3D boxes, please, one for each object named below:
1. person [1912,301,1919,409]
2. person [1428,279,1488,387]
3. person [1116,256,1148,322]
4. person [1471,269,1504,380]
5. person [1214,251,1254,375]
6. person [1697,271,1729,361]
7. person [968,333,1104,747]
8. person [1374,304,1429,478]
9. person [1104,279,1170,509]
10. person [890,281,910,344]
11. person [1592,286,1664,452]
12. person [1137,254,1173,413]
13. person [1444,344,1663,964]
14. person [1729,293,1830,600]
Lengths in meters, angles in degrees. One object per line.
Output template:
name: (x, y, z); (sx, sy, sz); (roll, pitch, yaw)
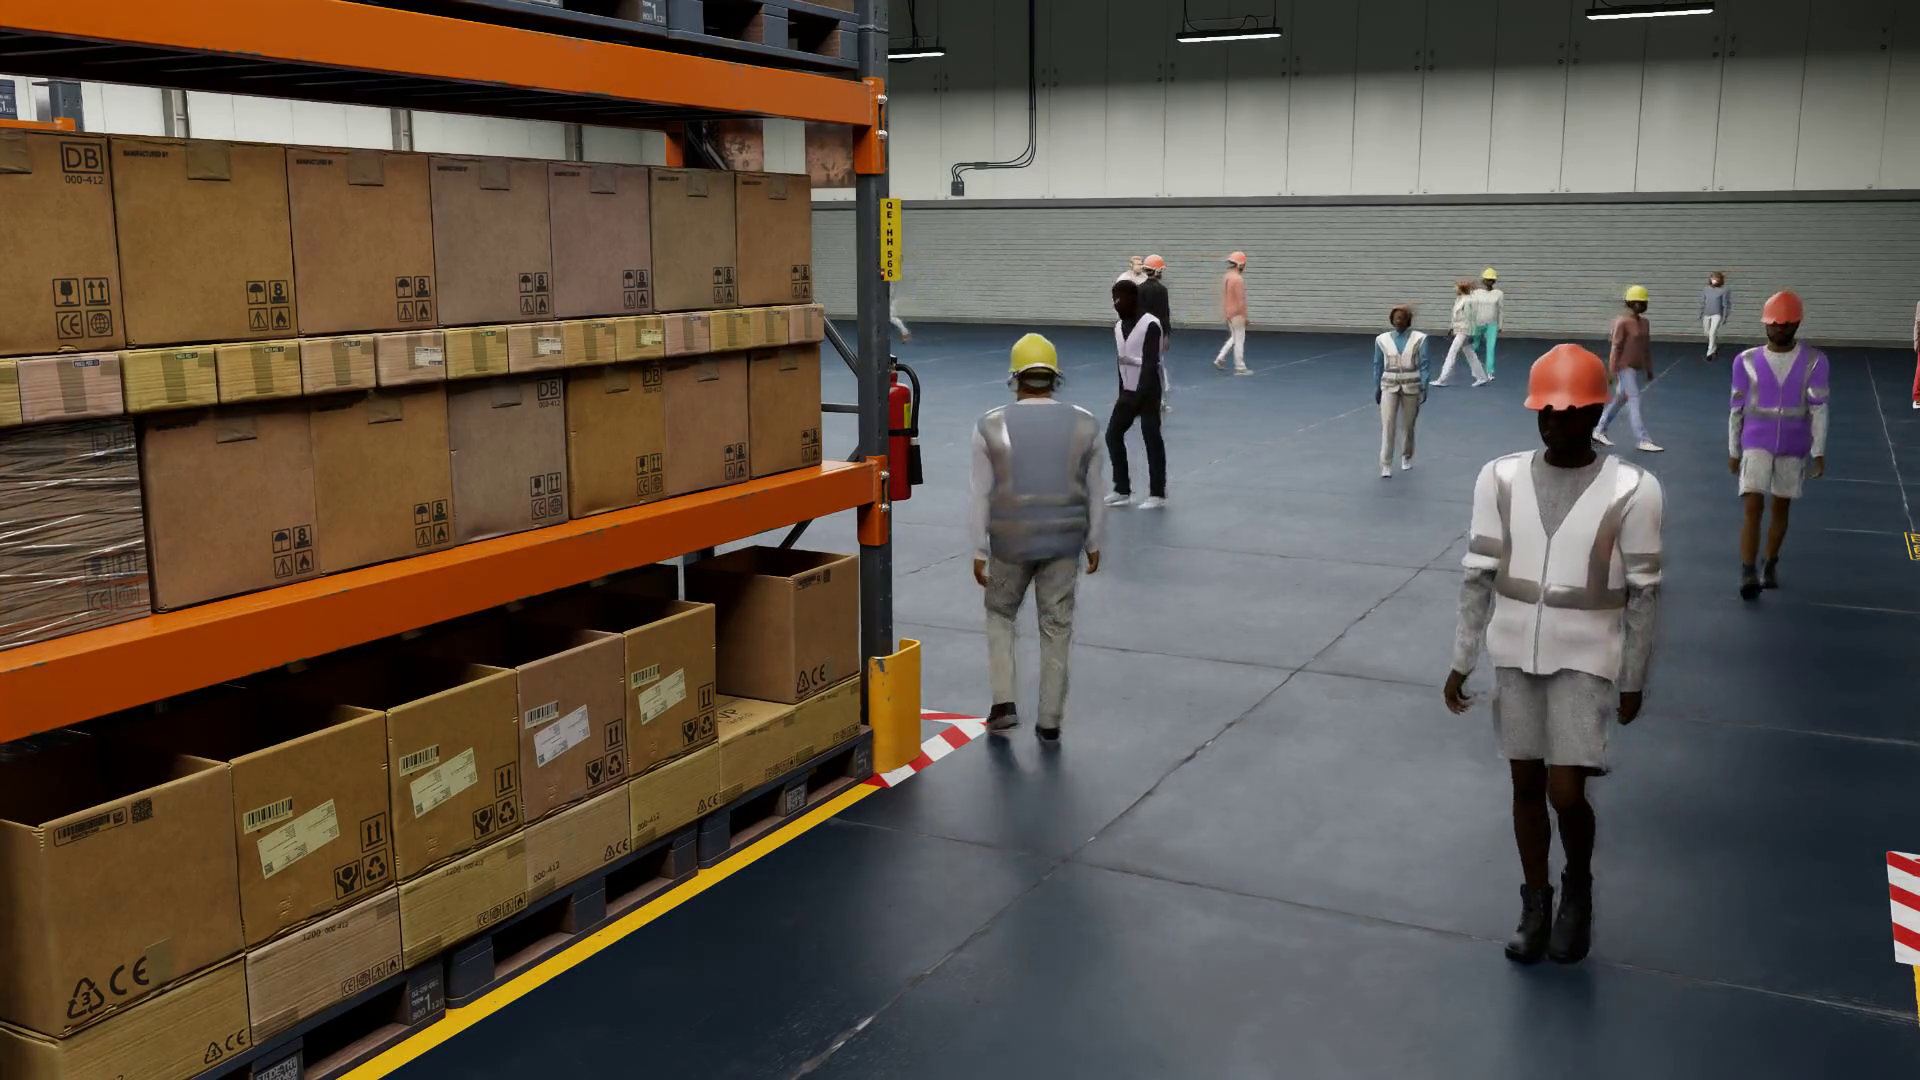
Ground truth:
person: (12.588, -2.556, 21.456); (0.522, 1.763, 0.334); (2, 11, 9)
person: (7.446, -3.051, 24.618); (0.875, 1.598, 0.509); (1, 10, 7)
person: (2.889, -3.725, 27.429); (0.651, 1.904, 0.403); (-5, 11, -23)
person: (8.258, -3.395, 26.143); (0.535, 1.725, 0.908); (1, 10, 6)
person: (4.451, -3.636, 26.713); (0.499, 1.987, 0.637); (-2, 11, -10)
person: (13.585, -4.039, 29.923); (0.691, 1.613, 0.497); (-8, 13, -38)
person: (0.337, 0.009, 7.323); (0.613, 1.818, 0.444); (-1, 10, -4)
person: (4.156, -1.424, 15.687); (0.510, 1.604, 0.830); (3, 11, 16)
person: (1.403, -1.185, 13.681); (0.687, 1.881, 0.579); (-6, 12, -31)
person: (-1.462, -4.915, 33.926); (0.866, 1.906, 0.629); (-8, 13, -36)
person: (7.056, -1.811, 17.499); (0.535, 1.720, 0.893); (-8, 13, -35)
person: (2.441, -2.602, 21.053); (0.375, 1.997, 0.609); (-8, 13, -36)
person: (1.792, 0.365, 5.072); (0.561, 1.919, 0.419); (8, 13, 38)
person: (5.049, -0.575, 10.299); (0.549, 1.883, 0.985); (4, 11, 21)
